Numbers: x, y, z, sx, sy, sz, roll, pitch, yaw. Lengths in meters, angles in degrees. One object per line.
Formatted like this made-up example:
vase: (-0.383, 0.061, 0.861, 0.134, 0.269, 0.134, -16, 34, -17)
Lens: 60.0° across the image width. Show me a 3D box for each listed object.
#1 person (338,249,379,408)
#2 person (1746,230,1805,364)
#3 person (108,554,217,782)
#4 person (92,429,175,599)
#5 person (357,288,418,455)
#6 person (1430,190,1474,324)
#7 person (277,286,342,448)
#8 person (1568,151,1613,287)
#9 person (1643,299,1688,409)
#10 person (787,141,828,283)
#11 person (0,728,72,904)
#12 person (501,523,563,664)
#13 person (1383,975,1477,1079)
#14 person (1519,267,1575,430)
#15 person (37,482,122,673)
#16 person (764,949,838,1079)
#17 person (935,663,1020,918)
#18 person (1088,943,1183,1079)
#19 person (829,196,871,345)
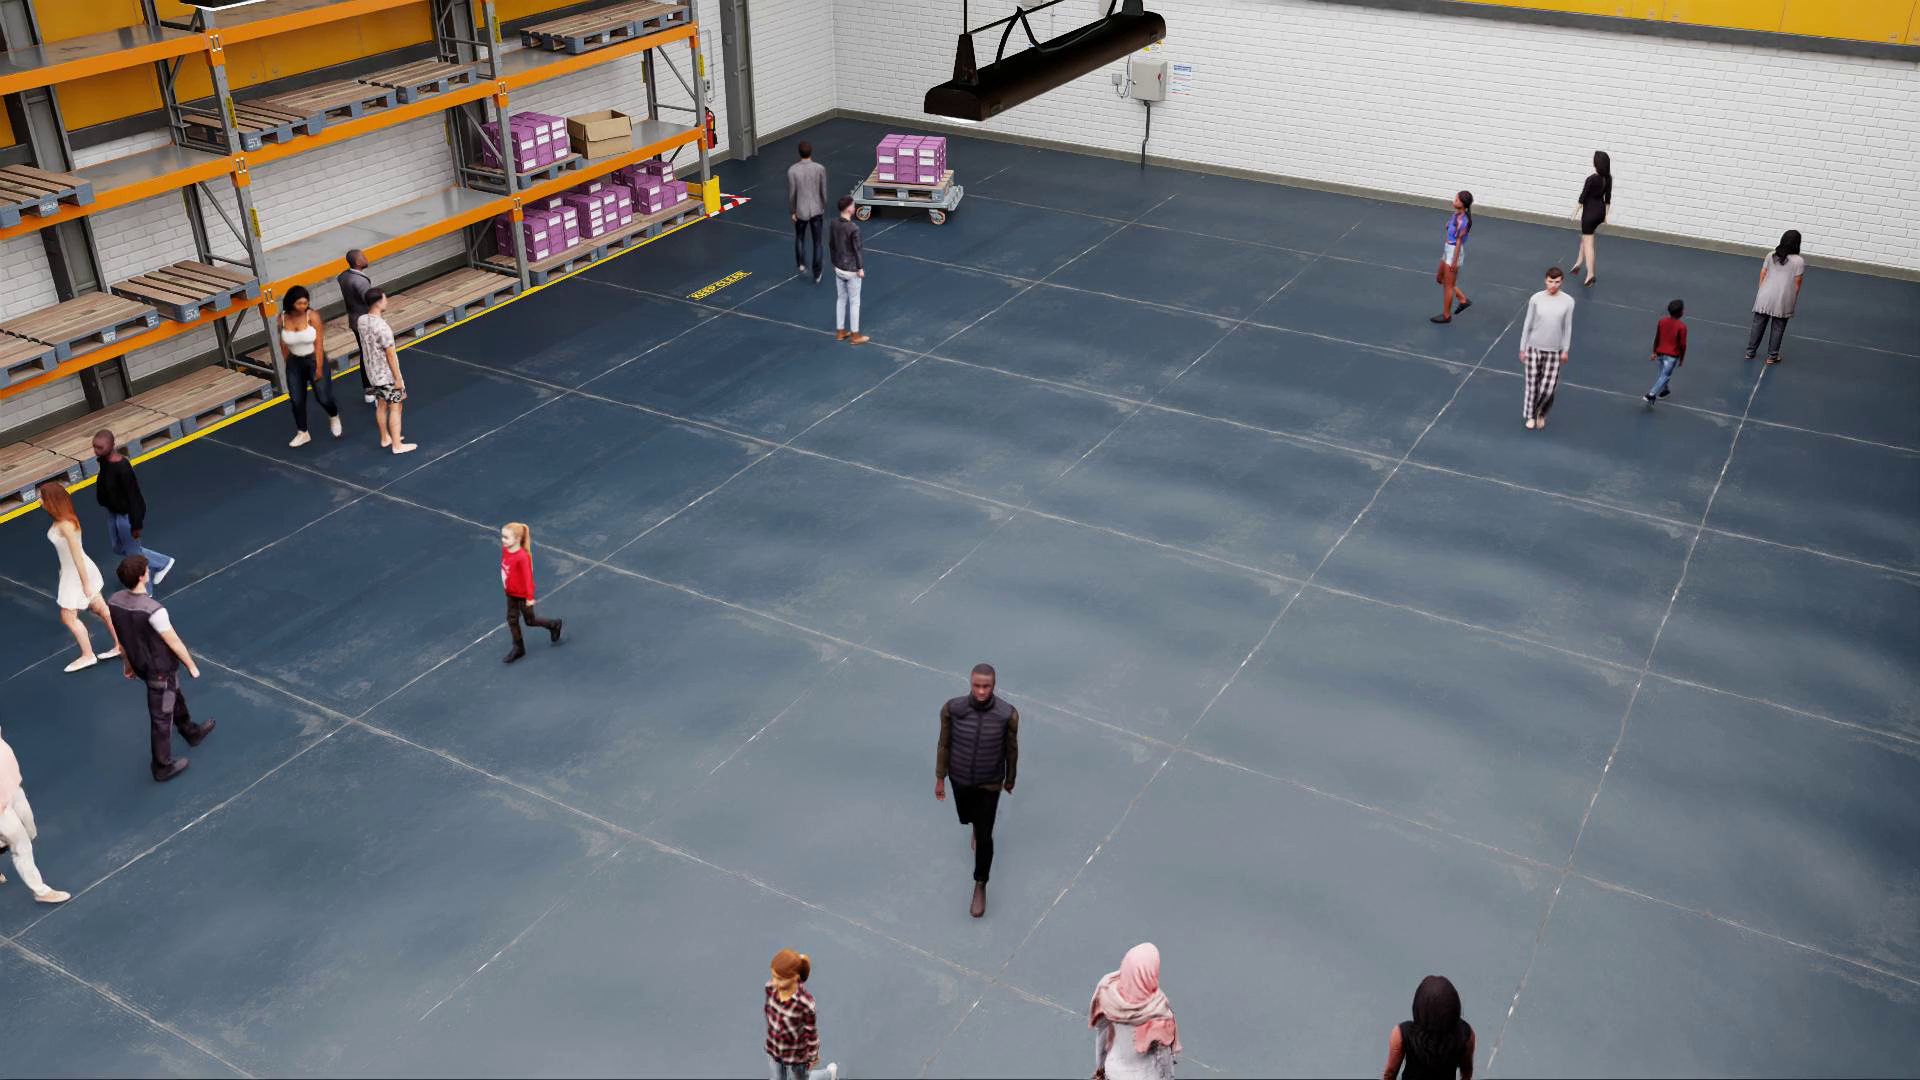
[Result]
person: (-6.673, -2.384, 18.661, 0.782, 1.816, 0.675, 25, 37, 38)
person: (9.753, -2.921, 19.860, 0.687, 1.610, 0.715, 24, 37, 37)
person: (-6.109, 0.997, 12.455, 0.722, 1.823, 0.958, 13, 31, 22)
person: (-7.359, -0.241, 14.823, 0.678, 1.729, 0.823, 22, 35, 34)
person: (-6.109, -1.788, 17.573, 0.704, 1.812, 0.625, 21, 35, 34)
person: (6.284, -3.539, 20.871, 0.812, 1.729, 0.786, 3, 29, 6)
person: (-6.917, -1.874, 17.757, 0.857, 1.787, 0.917, 7, 29, 12)
person: (8.446, -4.217, 22.056, 0.867, 1.783, 0.881, -14, 32, -24)
person: (7.944, -2.096, 18.729, 0.929, 1.246, 0.732, -18, 34, -30)
person: (-2.012, -4.360, 22.258, 1.023, 1.841, 1.128, -3, 29, -6)
person: (-6.534, 1.754, 11.184, 0.915, 1.713, 0.938, 0, 29, 1)
person: (-3.687, 0.419, 14.094, 0.588, 1.269, 0.837, 23, 36, 36)
person: (2.476, 3.060, 8.772, 0.733, 1.730, 0.754, -1, 29, -1)
person: (6.388, -2.115, 18.146, 0.696, 1.837, 0.690, 12, 31, 21)
person: (-7.271, 0.273, 13.918, 0.872, 1.694, 0.776, -16, 32, -26)
person: (-0.940, 2.863, 9.589, 0.568, 1.293, 0.812, 19, 34, 31)
person: (0.123, 1.596, 11.382, 0.936, 1.800, 1.252, 6, 29, 11)
person: (0.887, 2.938, 8.930, 0.700, 1.792, 0.829, 22, 36, 35)
person: (-1.375, -3.301, 20.322, 0.695, 1.835, 0.598, 23, 36, 35)
